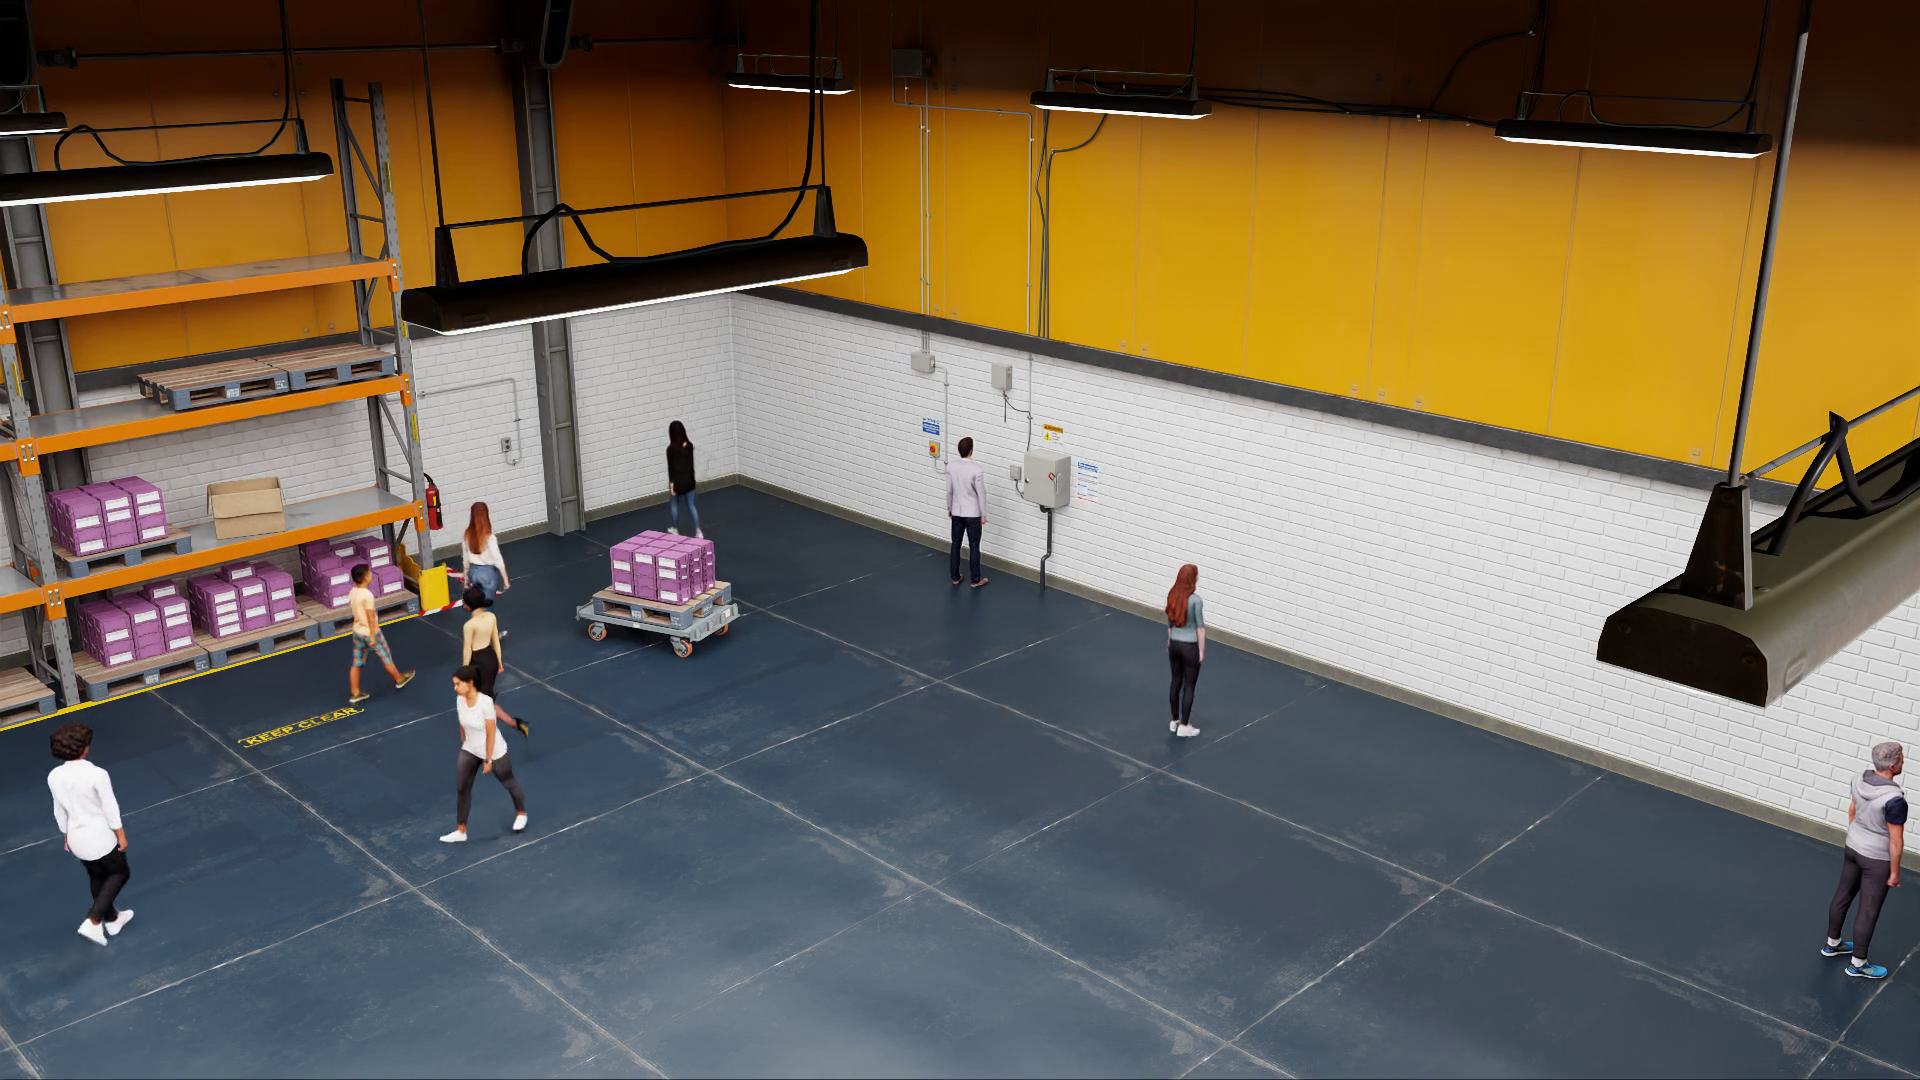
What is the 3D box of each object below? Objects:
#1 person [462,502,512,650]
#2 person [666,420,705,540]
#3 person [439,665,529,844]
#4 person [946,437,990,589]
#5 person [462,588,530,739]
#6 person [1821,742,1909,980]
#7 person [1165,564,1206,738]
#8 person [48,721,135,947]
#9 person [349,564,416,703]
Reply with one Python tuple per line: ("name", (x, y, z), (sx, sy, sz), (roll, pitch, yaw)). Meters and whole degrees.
("person", (-5.219, 0.448, 18.022), (0.802, 1.708, 0.965), (8, 20, 22))
("person", (-3.578, -0.736, 21.681), (1.048, 1.617, 0.802), (-11, 21, -29))
("person", (-4.002, 1.798, 14.194), (0.808, 1.595, 1.053), (5, 19, 15))
("person", (0.068, -0.346, 20.155), (0.738, 1.853, 0.684), (10, 21, 28))
("person", (-4.461, 1.254, 15.756), (0.843, 1.628, 0.947), (9, 20, 24))
("person", (6.697, 2.324, 12.263), (0.791, 1.830, 0.773), (-3, 19, -8))
("person", (2.175, 1.059, 16.152), (0.570, 1.744, 0.540), (17, 25, 42))
("person", (-6.573, 2.249, 12.536), (0.932, 1.797, 1.029), (2, 19, 7))
("person", (-6.088, 0.976, 16.888), (0.696, 1.432, 1.006), (11, 22, 30))
